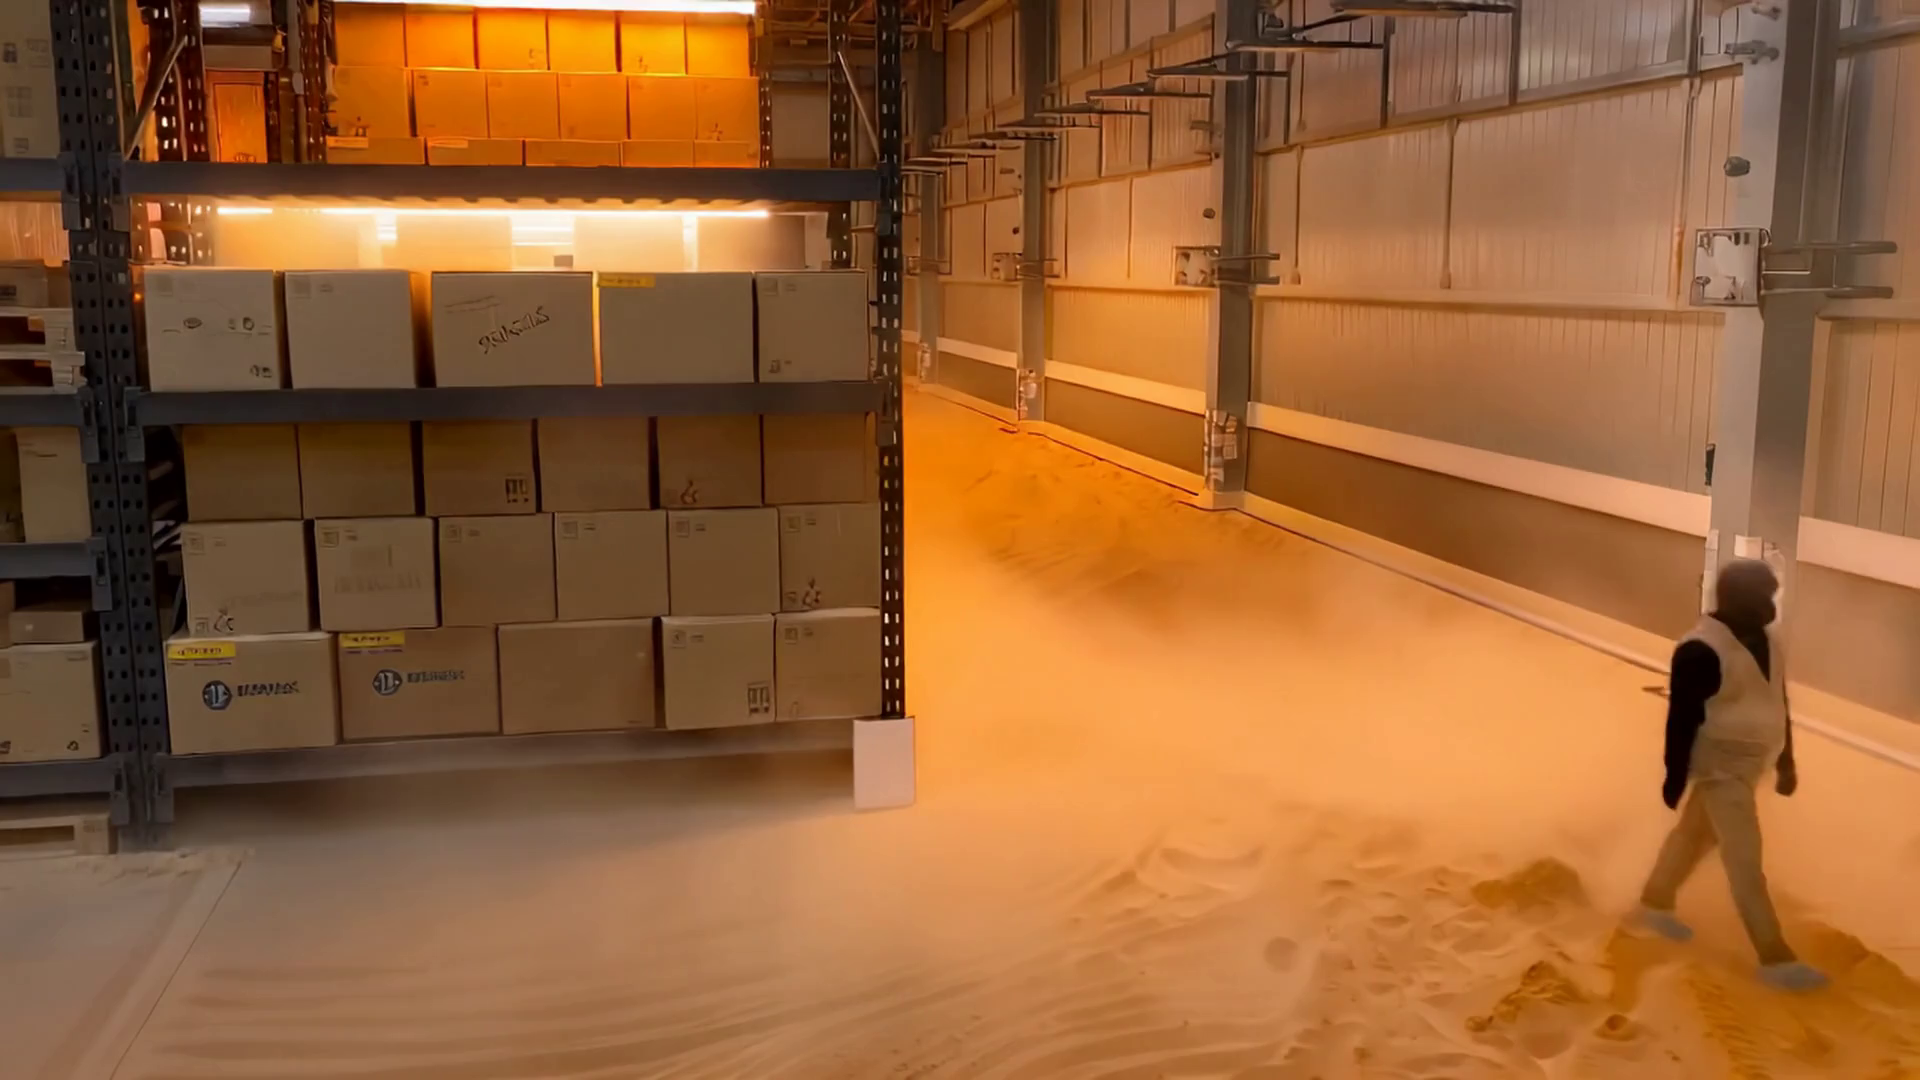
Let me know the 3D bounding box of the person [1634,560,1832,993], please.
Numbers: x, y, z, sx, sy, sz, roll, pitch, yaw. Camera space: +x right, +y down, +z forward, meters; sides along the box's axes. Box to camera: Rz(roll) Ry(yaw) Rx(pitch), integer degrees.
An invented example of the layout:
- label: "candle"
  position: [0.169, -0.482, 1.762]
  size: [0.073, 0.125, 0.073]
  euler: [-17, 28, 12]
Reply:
- label: "person"
  position: [3.360, 0.969, 7.212]
  size: [0.646, 1.793, 0.954]
  euler: [-7, 12, -36]

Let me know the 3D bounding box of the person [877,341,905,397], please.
- label: "person"
  position: [-1.531, -3.768, 36.282]
  size: [0.600, 1.712, 0.829]
  euler: [-3, 10, -15]
